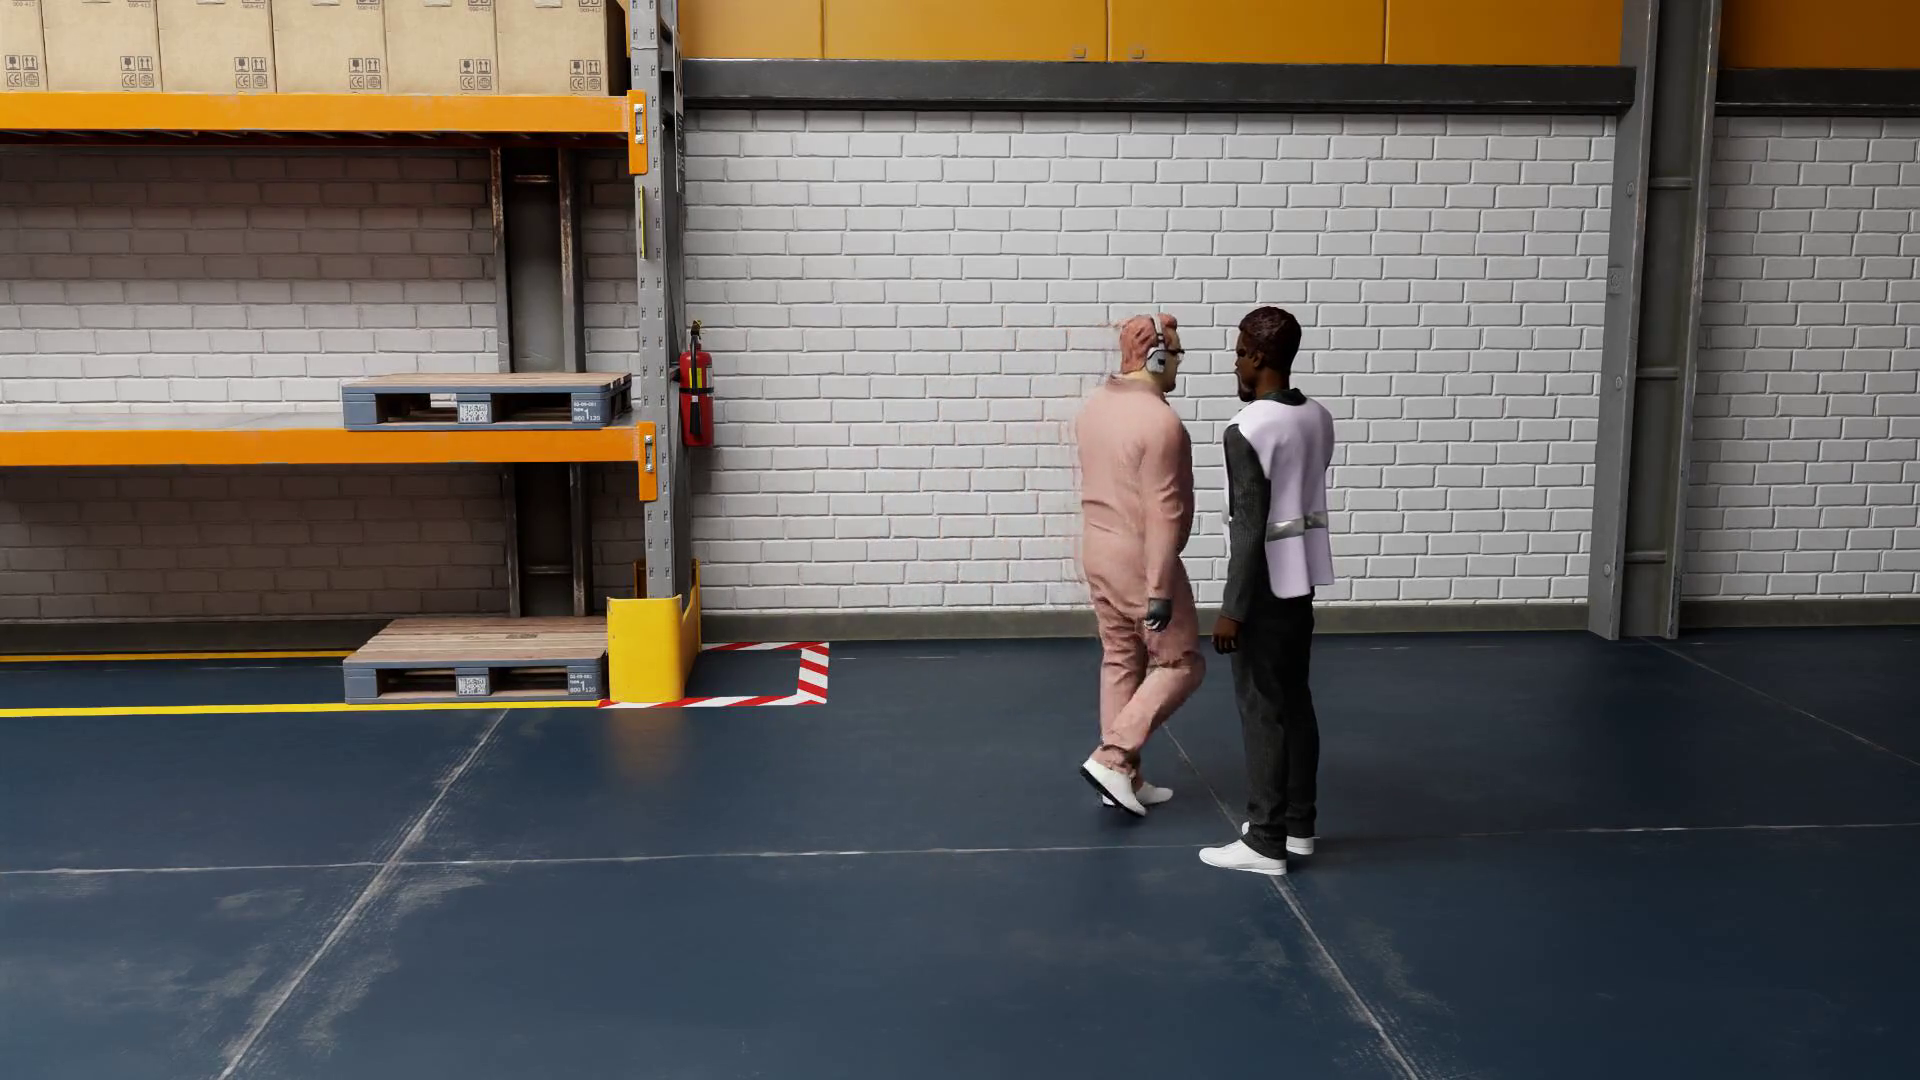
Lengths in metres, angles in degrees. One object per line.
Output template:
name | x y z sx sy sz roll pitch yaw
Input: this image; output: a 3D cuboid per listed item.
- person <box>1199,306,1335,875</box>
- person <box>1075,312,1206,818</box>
person | 1.065 0.175 5.646 0.374 1.917 0.597 7 11 36
person | 0.665 0.105 6.186 0.446 1.890 0.648 -4 10 -25
